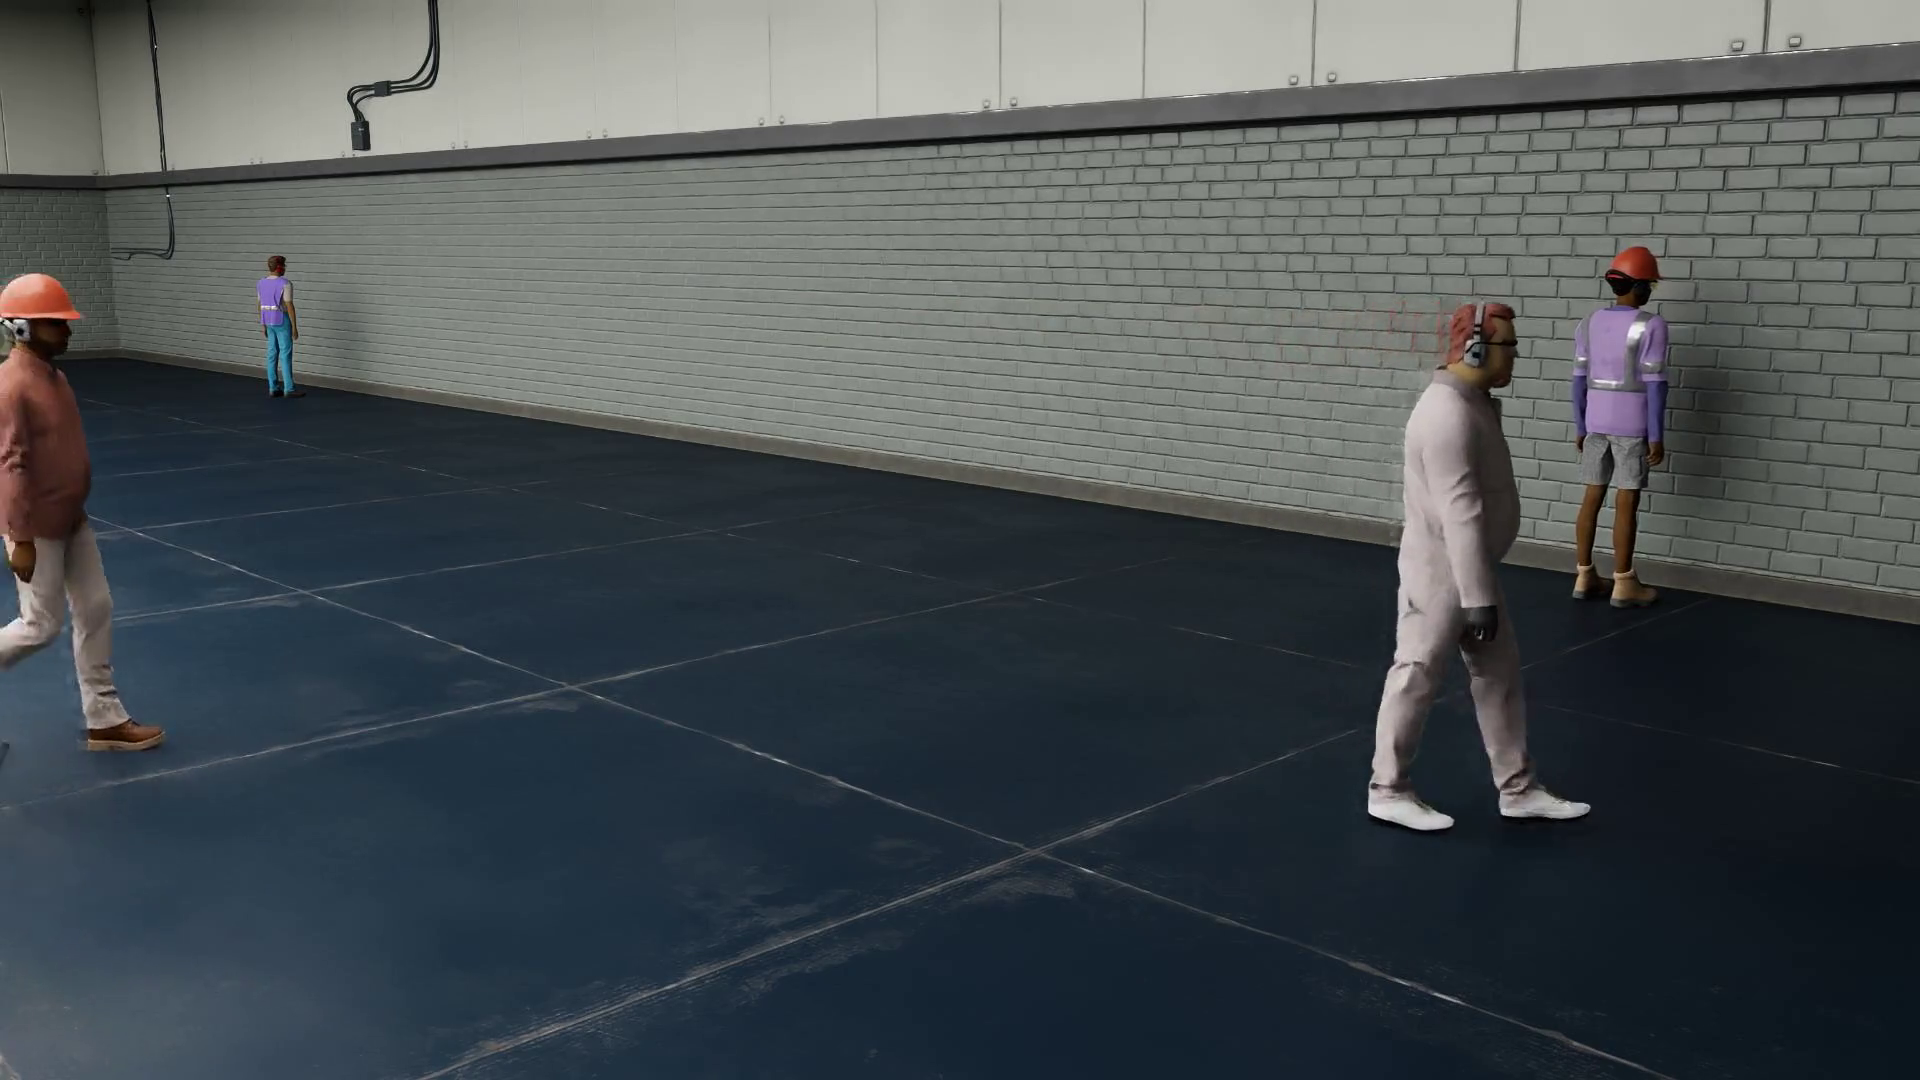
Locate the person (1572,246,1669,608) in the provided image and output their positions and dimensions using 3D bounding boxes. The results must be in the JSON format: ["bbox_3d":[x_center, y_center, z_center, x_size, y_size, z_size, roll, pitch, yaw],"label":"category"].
[{"bbox_3d":[3.808,-0.653,9.580,0.390,2.045,0.607,-5,12,-27],"label":"person"}]

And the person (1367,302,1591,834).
[{"bbox_3d":[1.852,0.127,5.766,0.862,1.873,0.680,5,11,23],"label":"person"}]

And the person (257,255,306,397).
[{"bbox_3d":[-8.951,-2.802,21.835,0.574,1.843,0.374,5,11,23],"label":"person"}]

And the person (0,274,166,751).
[{"bbox_3d":[-3.758,-0.079,6.685,0.808,1.969,0.618,-1,10,-7],"label":"person"}]
